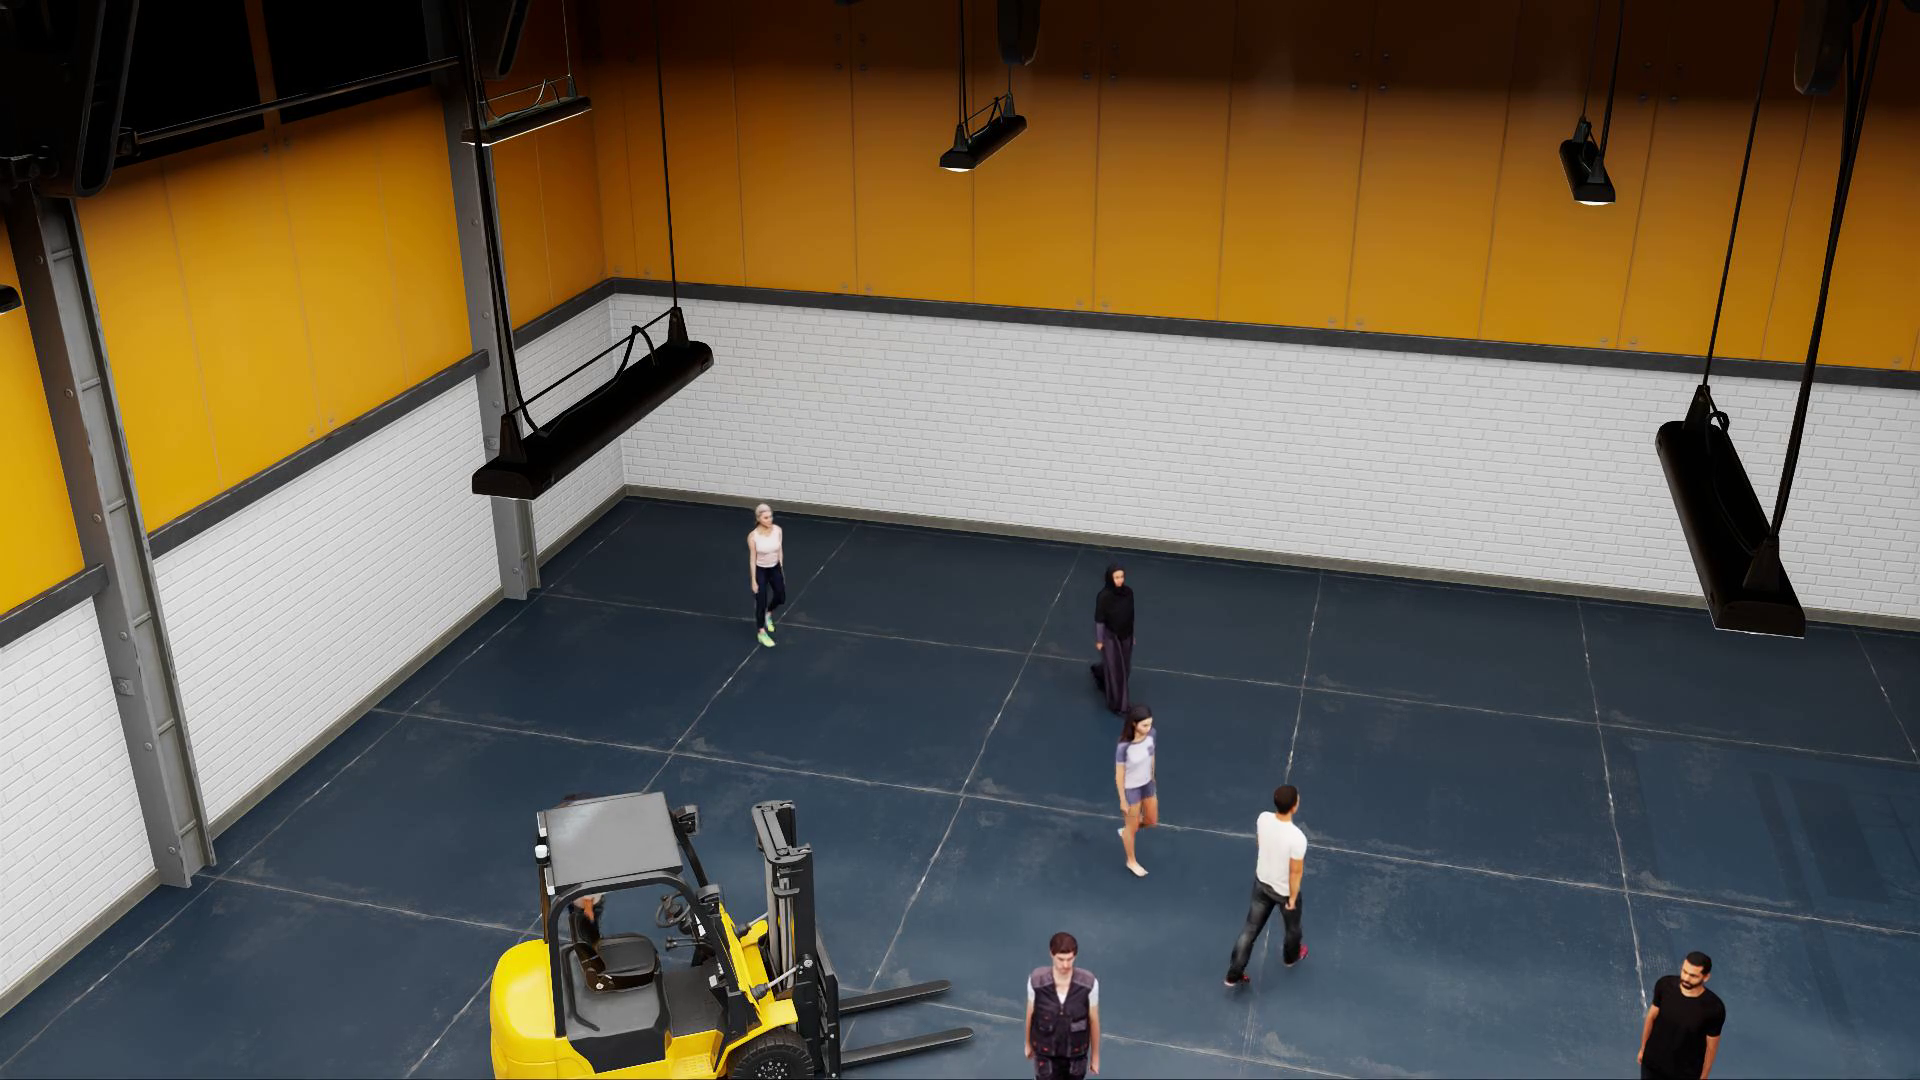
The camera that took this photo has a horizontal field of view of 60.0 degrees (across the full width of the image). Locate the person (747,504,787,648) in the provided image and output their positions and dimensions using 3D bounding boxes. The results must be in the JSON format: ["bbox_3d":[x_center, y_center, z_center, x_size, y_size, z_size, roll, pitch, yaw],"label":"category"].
[{"bbox_3d":[-2.212,0.350,18.523,0.778,1.692,0.835,-16,28,-33],"label":"person"}]

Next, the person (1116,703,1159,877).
[{"bbox_3d":[1.465,2.121,14.441,0.804,1.717,0.865,-18,30,-36],"label":"person"}]

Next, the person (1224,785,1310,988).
[{"bbox_3d":[2.402,2.726,12.994,1.000,1.768,1.227,21,31,40],"label":"person"}]

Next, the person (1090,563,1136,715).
[{"bbox_3d":[1.581,0.966,17.236,0.994,1.596,1.073,-11,26,-24],"label":"person"}]

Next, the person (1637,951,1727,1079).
[{"bbox_3d":[4.822,3.506,11.221,0.722,1.758,0.733,21,31,39],"label":"person"}]

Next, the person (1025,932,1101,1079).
[{"bbox_3d":[0.695,3.411,11.369,0.852,1.815,1.232,0,24,0],"label":"person"}]
